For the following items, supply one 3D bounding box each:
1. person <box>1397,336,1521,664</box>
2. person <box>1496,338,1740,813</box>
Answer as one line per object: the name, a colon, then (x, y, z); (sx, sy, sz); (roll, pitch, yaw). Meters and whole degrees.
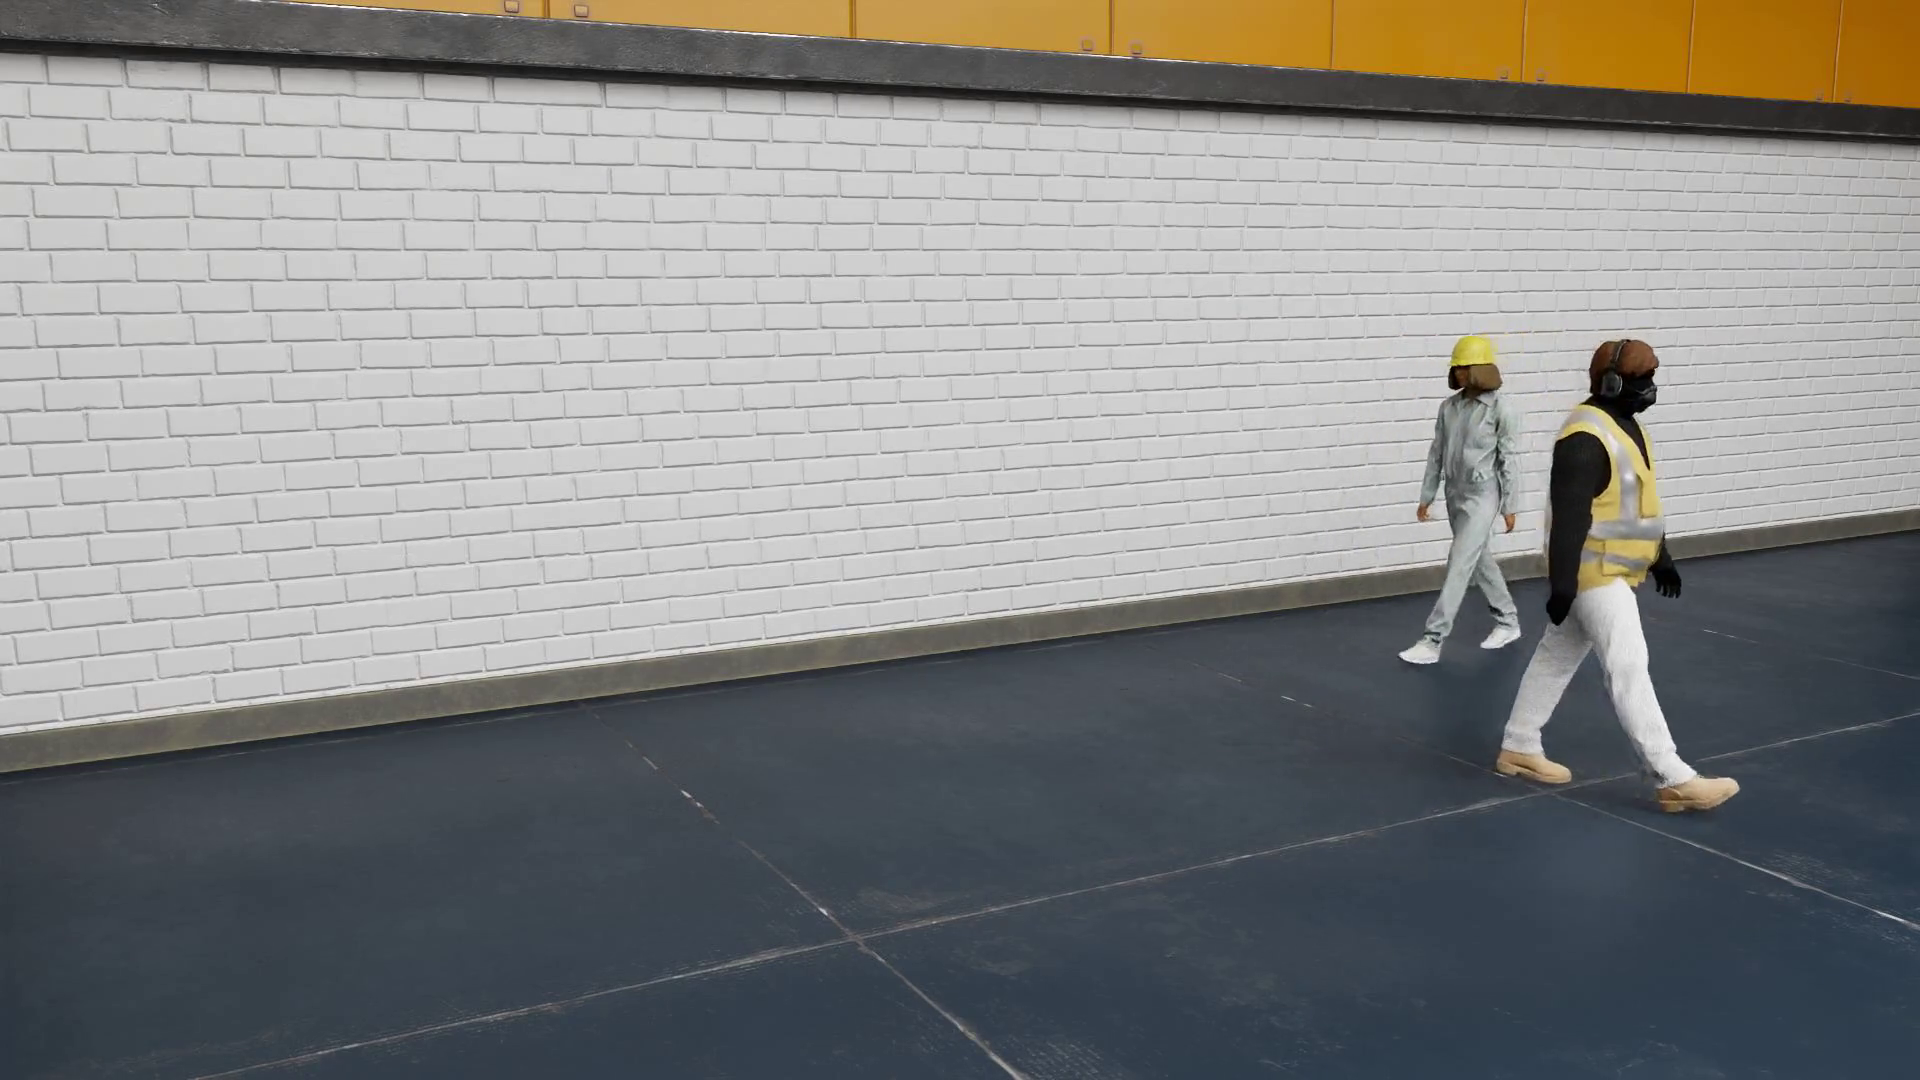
person: (2.671, -0.219, 8.694); (0.910, 1.700, 0.504); (-5, 11, -27)
person: (2.546, 0.127, 6.418); (0.950, 1.791, 0.640); (6, 12, 33)
